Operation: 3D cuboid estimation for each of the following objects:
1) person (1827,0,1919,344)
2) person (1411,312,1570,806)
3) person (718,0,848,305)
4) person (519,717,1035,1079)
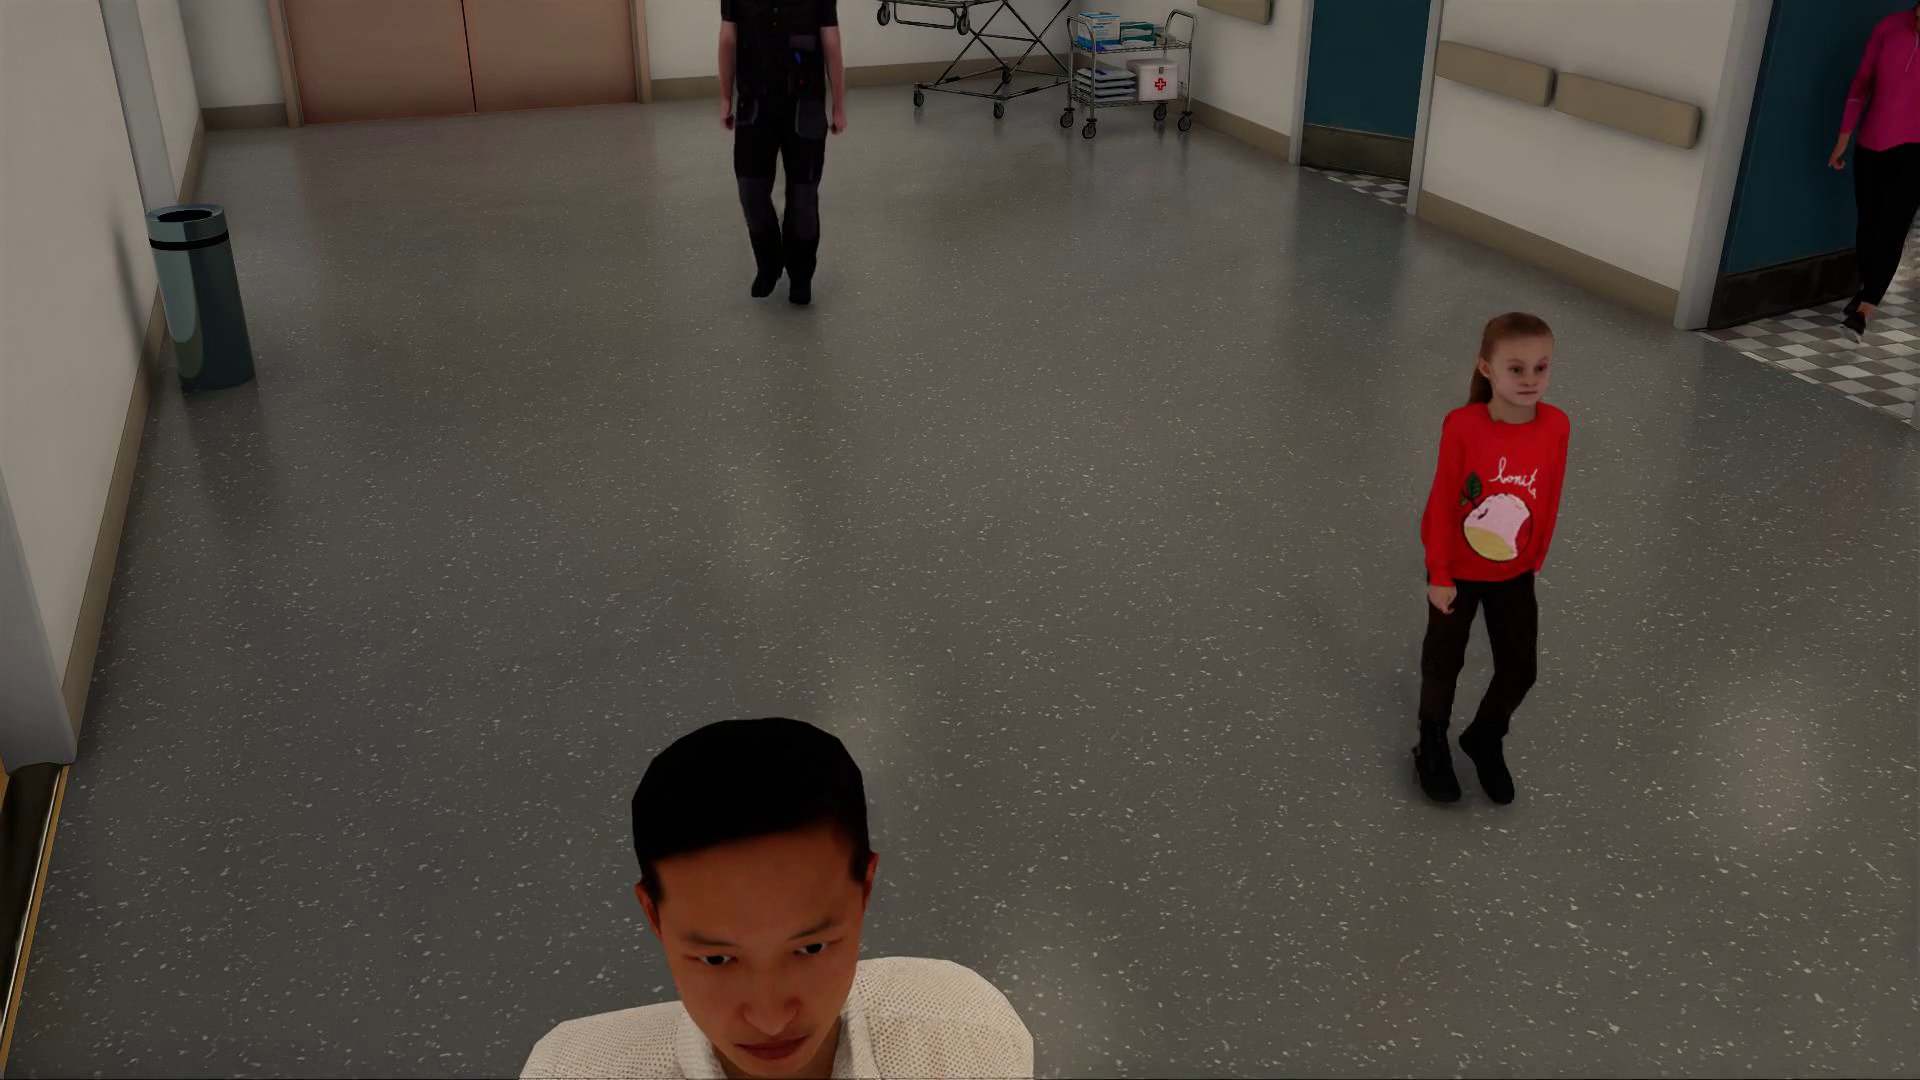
[{"bbox_3d":[4.139,-1.729,7.328,1.118,1.656,0.990,22,33,37],"label":"person"},{"bbox_3d":[1.265,0.041,4.098,0.545,1.274,0.569,-1,26,-3],"label":"person"},{"bbox_3d":[-0.823,-2.034,7.750,0.843,1.840,0.795,0,26,0],"label":"person"},{"bbox_3d":[-0.156,0.938,1.621,0.661,1.809,0.517,-9,27,-17],"label":"person"}]
